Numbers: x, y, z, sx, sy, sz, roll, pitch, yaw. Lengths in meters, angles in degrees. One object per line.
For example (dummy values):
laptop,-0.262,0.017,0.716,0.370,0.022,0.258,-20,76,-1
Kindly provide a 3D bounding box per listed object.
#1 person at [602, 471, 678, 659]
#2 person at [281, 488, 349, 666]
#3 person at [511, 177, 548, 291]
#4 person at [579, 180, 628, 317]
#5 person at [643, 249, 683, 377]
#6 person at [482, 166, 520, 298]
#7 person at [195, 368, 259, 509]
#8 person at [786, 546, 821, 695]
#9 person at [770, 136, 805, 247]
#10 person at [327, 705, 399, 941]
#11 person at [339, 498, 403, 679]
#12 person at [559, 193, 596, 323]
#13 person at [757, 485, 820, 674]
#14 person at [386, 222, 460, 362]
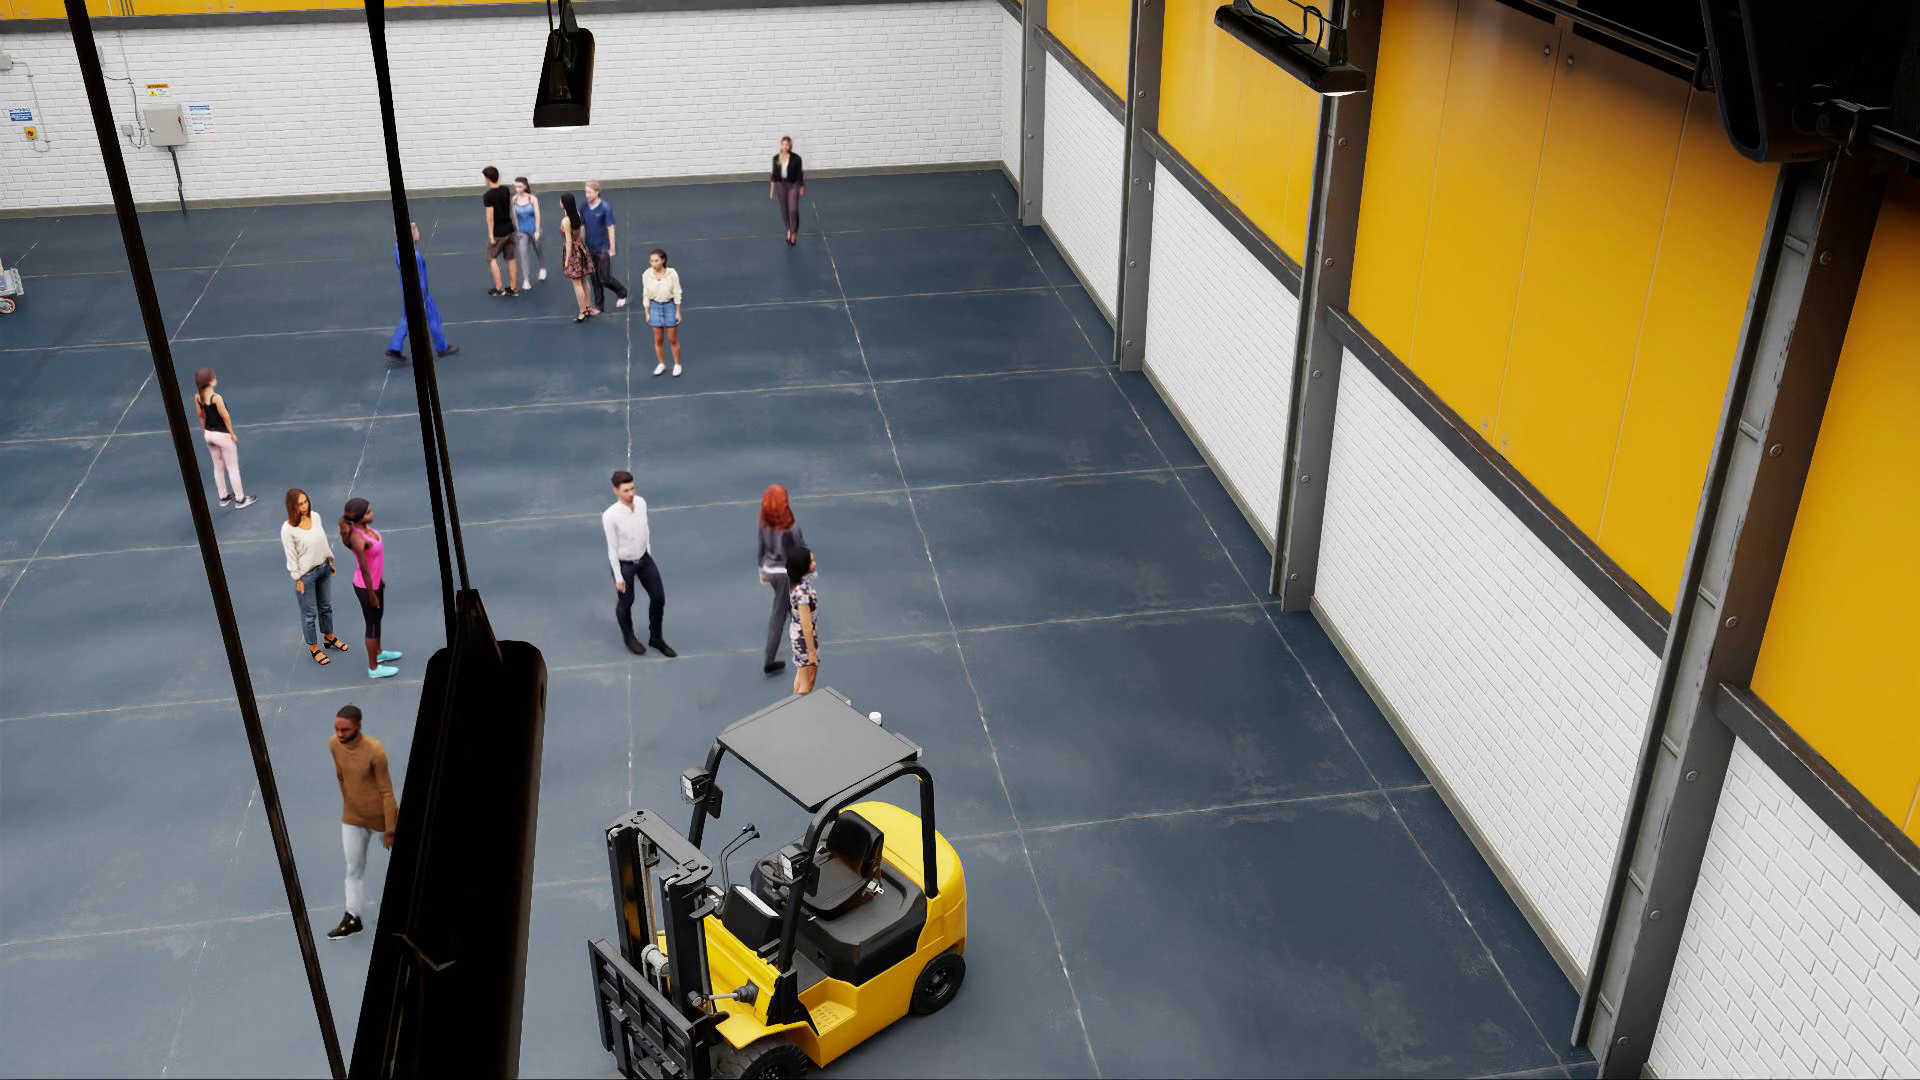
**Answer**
person,-3.005,0.176,14.922,0.972,1.849,0.890,25,37,38
person,-5.810,0.293,14.881,0.762,1.683,0.665,13,31,22
person,-6.055,-4.360,23.537,0.701,1.563,1.115,1,29,1
person,-4.855,-3.979,22.531,0.886,1.856,0.960,12,31,21
person,-3.679,-2.841,20.684,0.694,1.628,0.628,2,29,3
person,-6.302,-4.259,23.052,0.891,1.850,0.822,17,33,28
person,-7.808,-1.085,17.531,0.615,1.564,0.638,10,30,18
person,-1.294,0.825,13.854,0.660,1.733,0.433,-6,29,-10
person,-2.590,-5.316,25.193,0.741,1.654,0.809,6,29,10
person,-4.137,1.894,11.849,1.000,1.776,1.210,8,30,15
person,-5.210,0.396,14.652,0.591,1.721,0.472,-4,29,-8
person,-5.159,-3.782,22.257,0.834,1.773,0.742,6,29,11
person,-1.624,0.388,14.656,1.085,1.731,1.164,18,33,29
person,-6.945,-3.086,20.959,1.190,1.795,1.220,-25,37,-38
